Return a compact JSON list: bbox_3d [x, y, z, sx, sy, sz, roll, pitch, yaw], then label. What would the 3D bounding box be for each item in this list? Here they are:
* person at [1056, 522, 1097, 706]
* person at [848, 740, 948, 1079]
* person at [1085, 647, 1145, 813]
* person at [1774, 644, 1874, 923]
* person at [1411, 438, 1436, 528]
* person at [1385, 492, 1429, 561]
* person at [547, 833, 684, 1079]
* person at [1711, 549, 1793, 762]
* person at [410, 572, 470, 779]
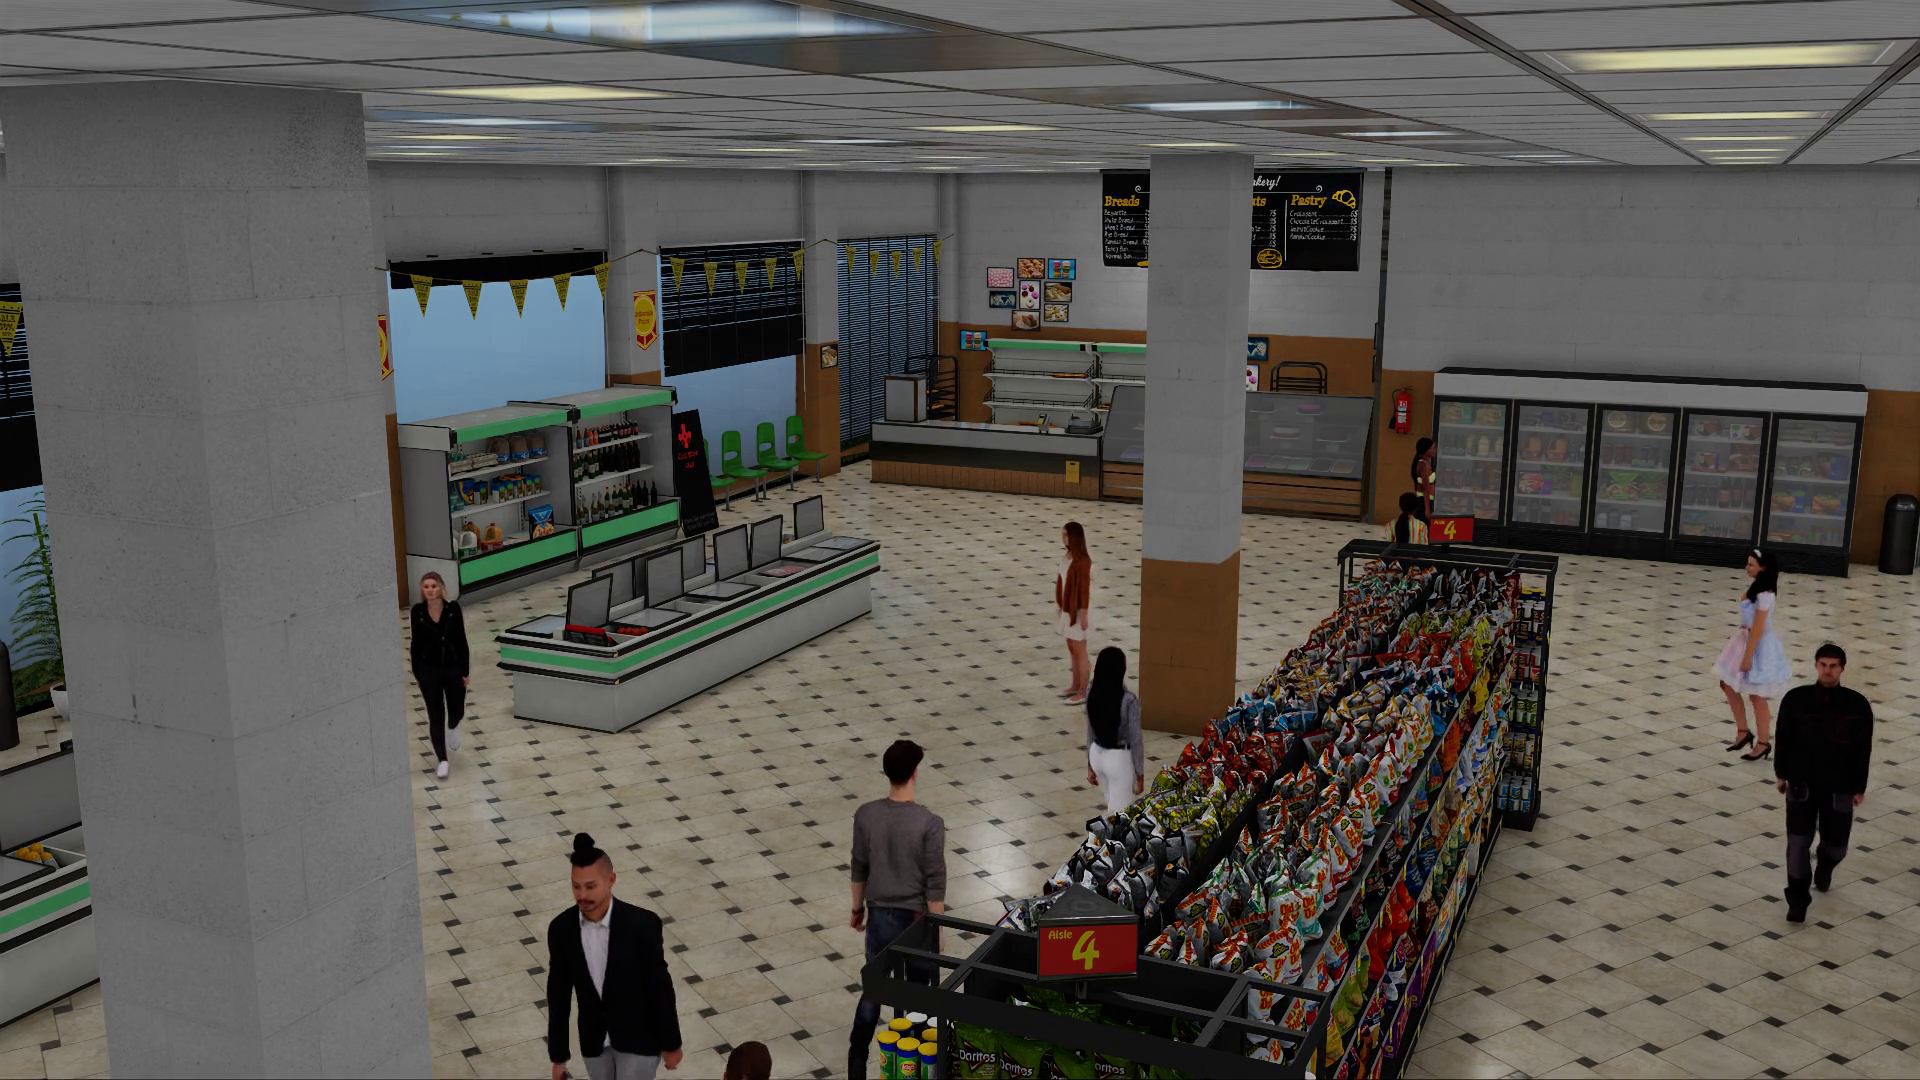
[{"bbox_3d":[1.099,0.658,15.455,0.777,1.716,0.702,-3,12,-15],"label":"person"},{"bbox_3d":[-0.351,2.010,8.632,0.793,1.882,1.130,4,12,18],"label":"person"},{"bbox_3d":[0.975,1.571,11.157,0.857,1.700,1.167,11,16,43],"label":"person"},{"bbox_3d":[5.647,1.567,10.881,0.774,1.822,1.044,7,14,31],"label":"person"},{"bbox_3d":[5.617,-0.382,20.301,0.691,1.755,0.575,0,12,1],"label":"person"},{"bbox_3d":[4.418,0.401,16.491,0.590,1.791,0.512,6,13,25],"label":"person"},{"bbox_3d":[-1.518,2.203,7.597,0.782,1.930,0.728,2,12,11],"label":"person"},{"bbox_3d":[6.670,0.974,13.753,0.818,1.799,0.821,2,12,11],"label":"person"},{"bbox_3d":[-4.234,1.071,13.612,0.936,1.666,1.018,-3,12,-15],"label":"person"}]
